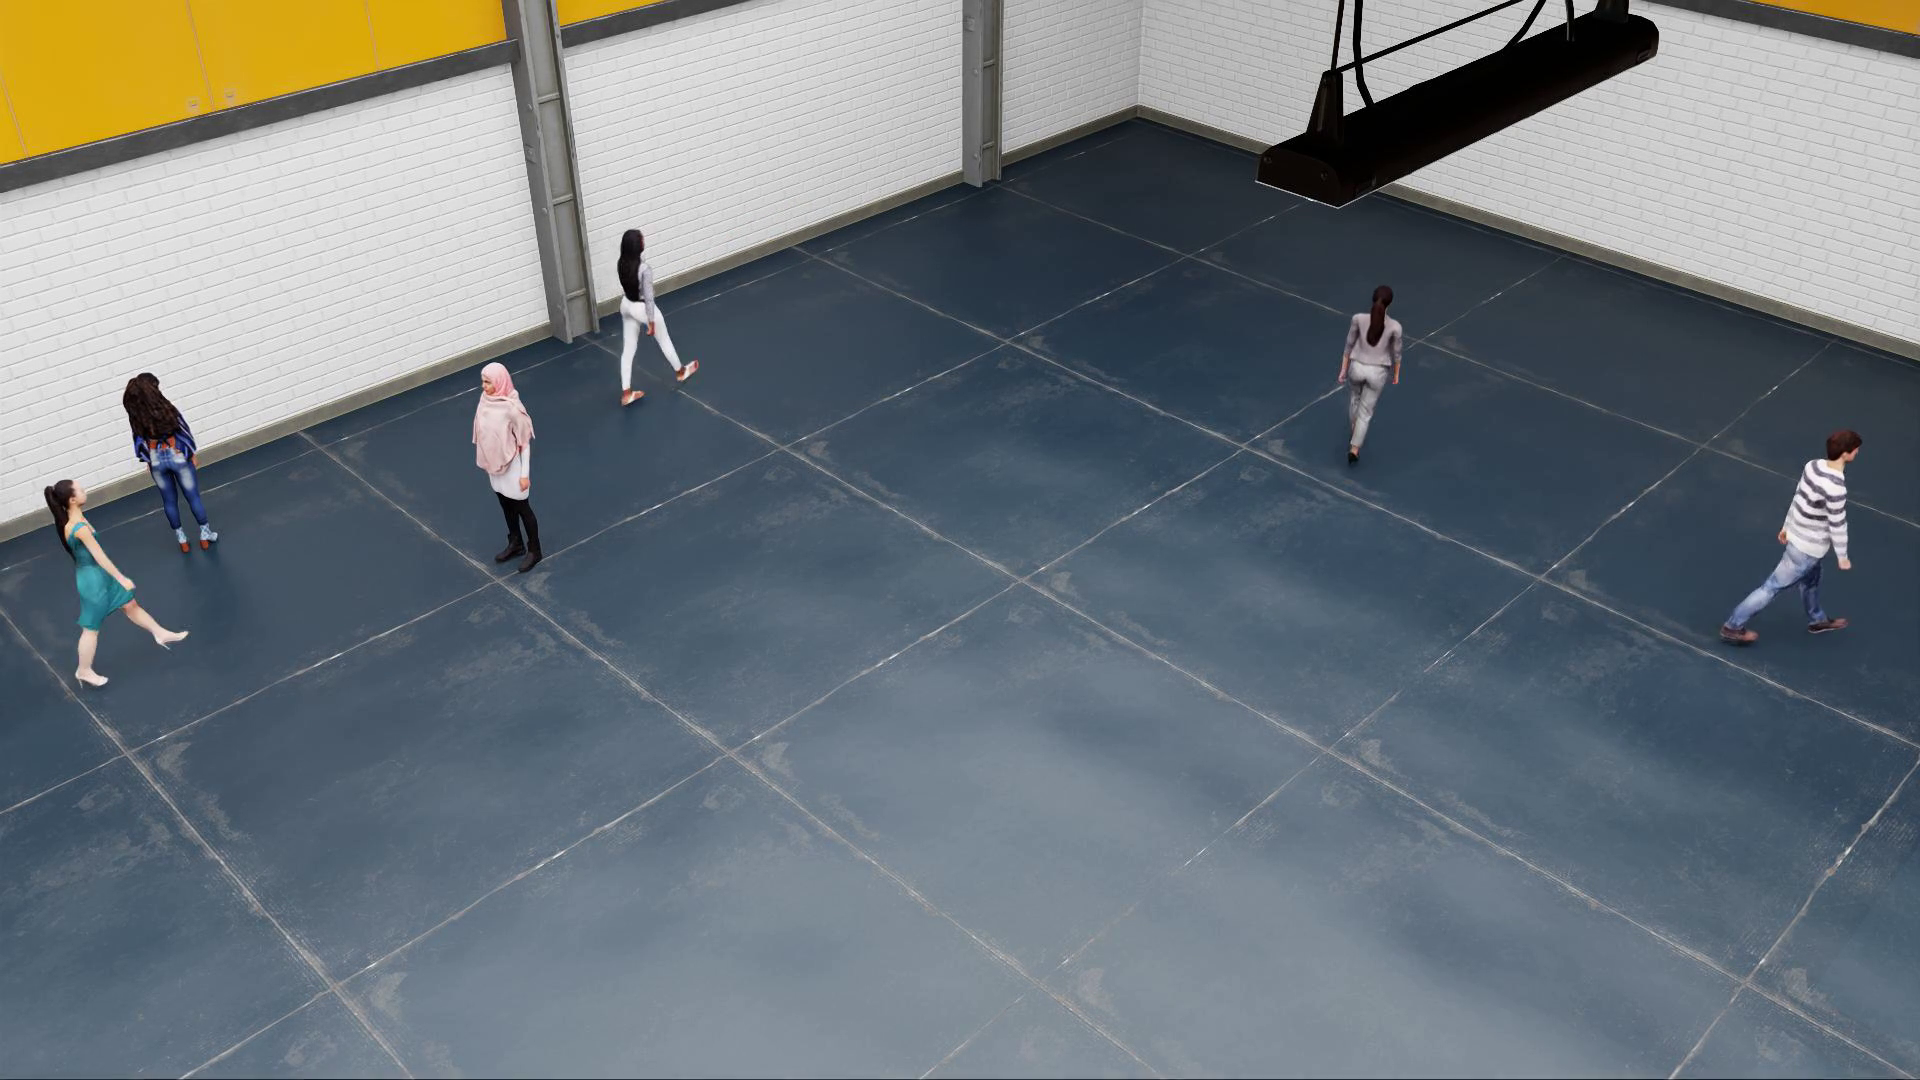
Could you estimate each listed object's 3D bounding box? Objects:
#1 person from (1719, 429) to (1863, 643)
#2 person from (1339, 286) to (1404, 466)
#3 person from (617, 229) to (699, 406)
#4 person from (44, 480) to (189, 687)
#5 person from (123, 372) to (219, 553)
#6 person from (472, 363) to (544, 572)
[{"bbox_3d":[6.152,0.037,12.285,1.213,1.796,1.223,3,34,5],"label":"person"},{"bbox_3d":[3.550,-1.399,14.580,0.823,1.647,1.012,16,37,22],"label":"person"},{"bbox_3d":[-3.051,-2.056,15.540,0.716,1.679,1.153,22,40,30],"label":"person"},{"bbox_3d":[-6.288,0.359,11.942,1.077,1.640,0.692,-21,39,-28],"label":"person"},{"bbox_3d":[-6.393,-0.633,13.458,0.665,1.614,0.754,-5,34,-8],"label":"person"},{"bbox_3d":[-3.592,-0.592,13.224,0.671,1.804,0.649,21,39,28],"label":"person"}]
